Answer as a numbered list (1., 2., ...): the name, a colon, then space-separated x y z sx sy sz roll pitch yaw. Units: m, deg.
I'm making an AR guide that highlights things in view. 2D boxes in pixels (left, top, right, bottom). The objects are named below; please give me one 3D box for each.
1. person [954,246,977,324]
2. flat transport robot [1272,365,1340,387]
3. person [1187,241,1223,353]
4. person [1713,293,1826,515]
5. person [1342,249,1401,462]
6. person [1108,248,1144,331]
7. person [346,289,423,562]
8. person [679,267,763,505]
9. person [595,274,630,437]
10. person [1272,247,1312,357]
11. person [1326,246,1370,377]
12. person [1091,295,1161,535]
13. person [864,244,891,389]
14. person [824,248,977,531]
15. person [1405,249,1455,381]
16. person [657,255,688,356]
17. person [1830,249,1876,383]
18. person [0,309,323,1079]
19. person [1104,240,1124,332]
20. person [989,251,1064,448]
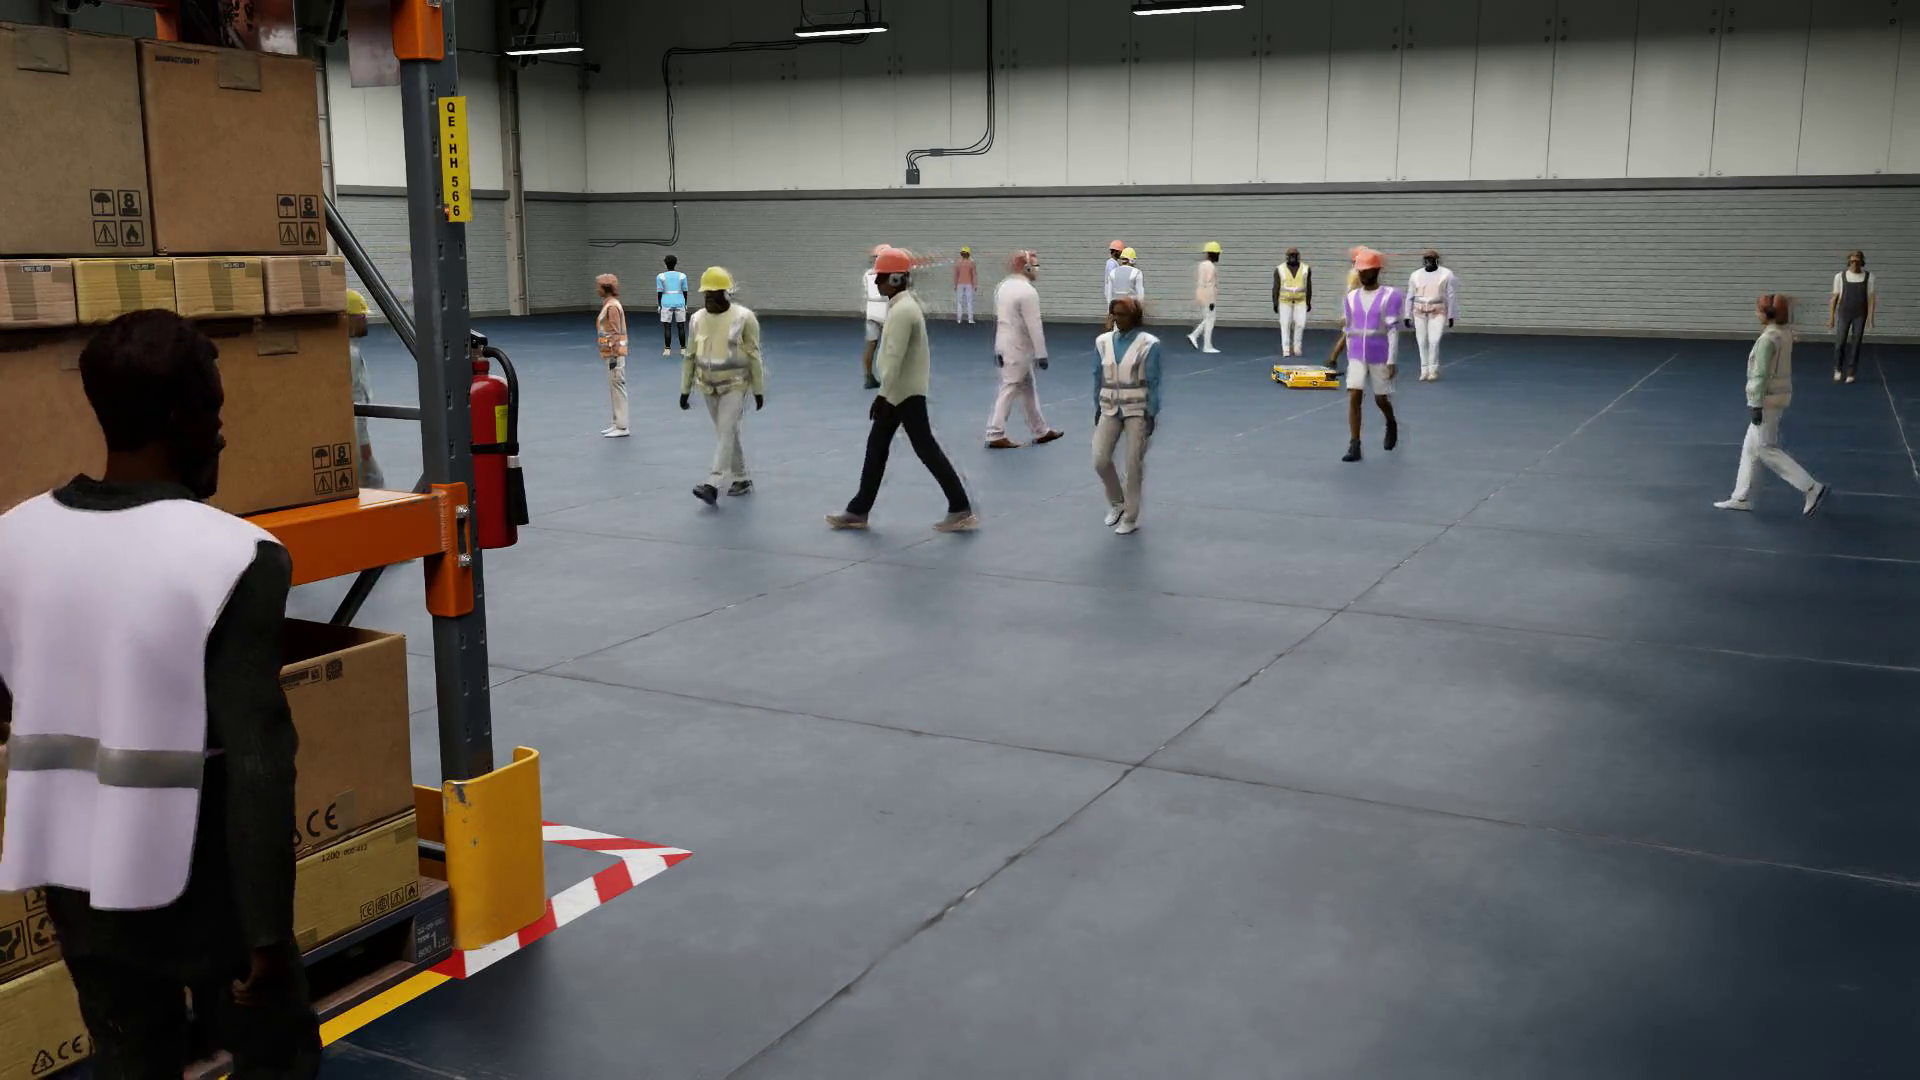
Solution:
1. person: 0.124 -5.820 38.030 0.533 1.767 0.312 2 11 11
2. flat transport robot: 4.671 -2.230 22.531 0.652 0.197 1.431 0 10 1
3. person: 4.254 -4.172 28.627 0.497 1.914 0.604 -1 10 -4
4. person: 5.905 -0.974 12.005 0.701 1.616 0.516 8 13 37
5. person: 3.745 -1.677 15.063 0.546 1.907 0.798 7 13 34
6. person: 2.598 -3.627 25.896 0.594 1.828 0.402 7 12 32
7. person: -3.738 -0.647 9.992 0.847 1.711 0.493 -6 12 -29
8. person: -1.846 -1.170 12.631 0.612 1.775 0.958 5 11 25
9. person: -3.497 -1.852 16.745 0.311 1.636 0.523 -3 11 -16
10. person: 5.519 -3.943 27.642 0.656 1.821 0.570 1 10 5
11. person: 5.658 -3.249 23.742 0.974 1.872 0.571 5 11 25
12. person: 1.111 -0.843 11.269 0.531 1.624 0.370 7 12 32
13. person: -0.990 -2.980 22.192 0.556 1.888 0.943 8 13 36
14. person: -0.375 -1.014 11.369 1.041 1.946 0.623 -1 10 -8
15. person: 6.470 -3.100 23.036 0.662 1.821 0.684 6 12 29
16. person: -4.811 -3.920 27.855 0.532 1.698 0.319 -4 11 -19
17. person: 12.216 -3.052 22.766 0.533 1.824 0.474 5 12 26
18. person: -1.367 0.572 2.810 0.605 1.906 0.457 3 11 16
19. person: 2.746 -4.346 29.528 0.360 1.937 0.542 1 10 6
20. person: 0.666 -1.811 15.895 0.931 1.862 0.669 -3 11 -18
